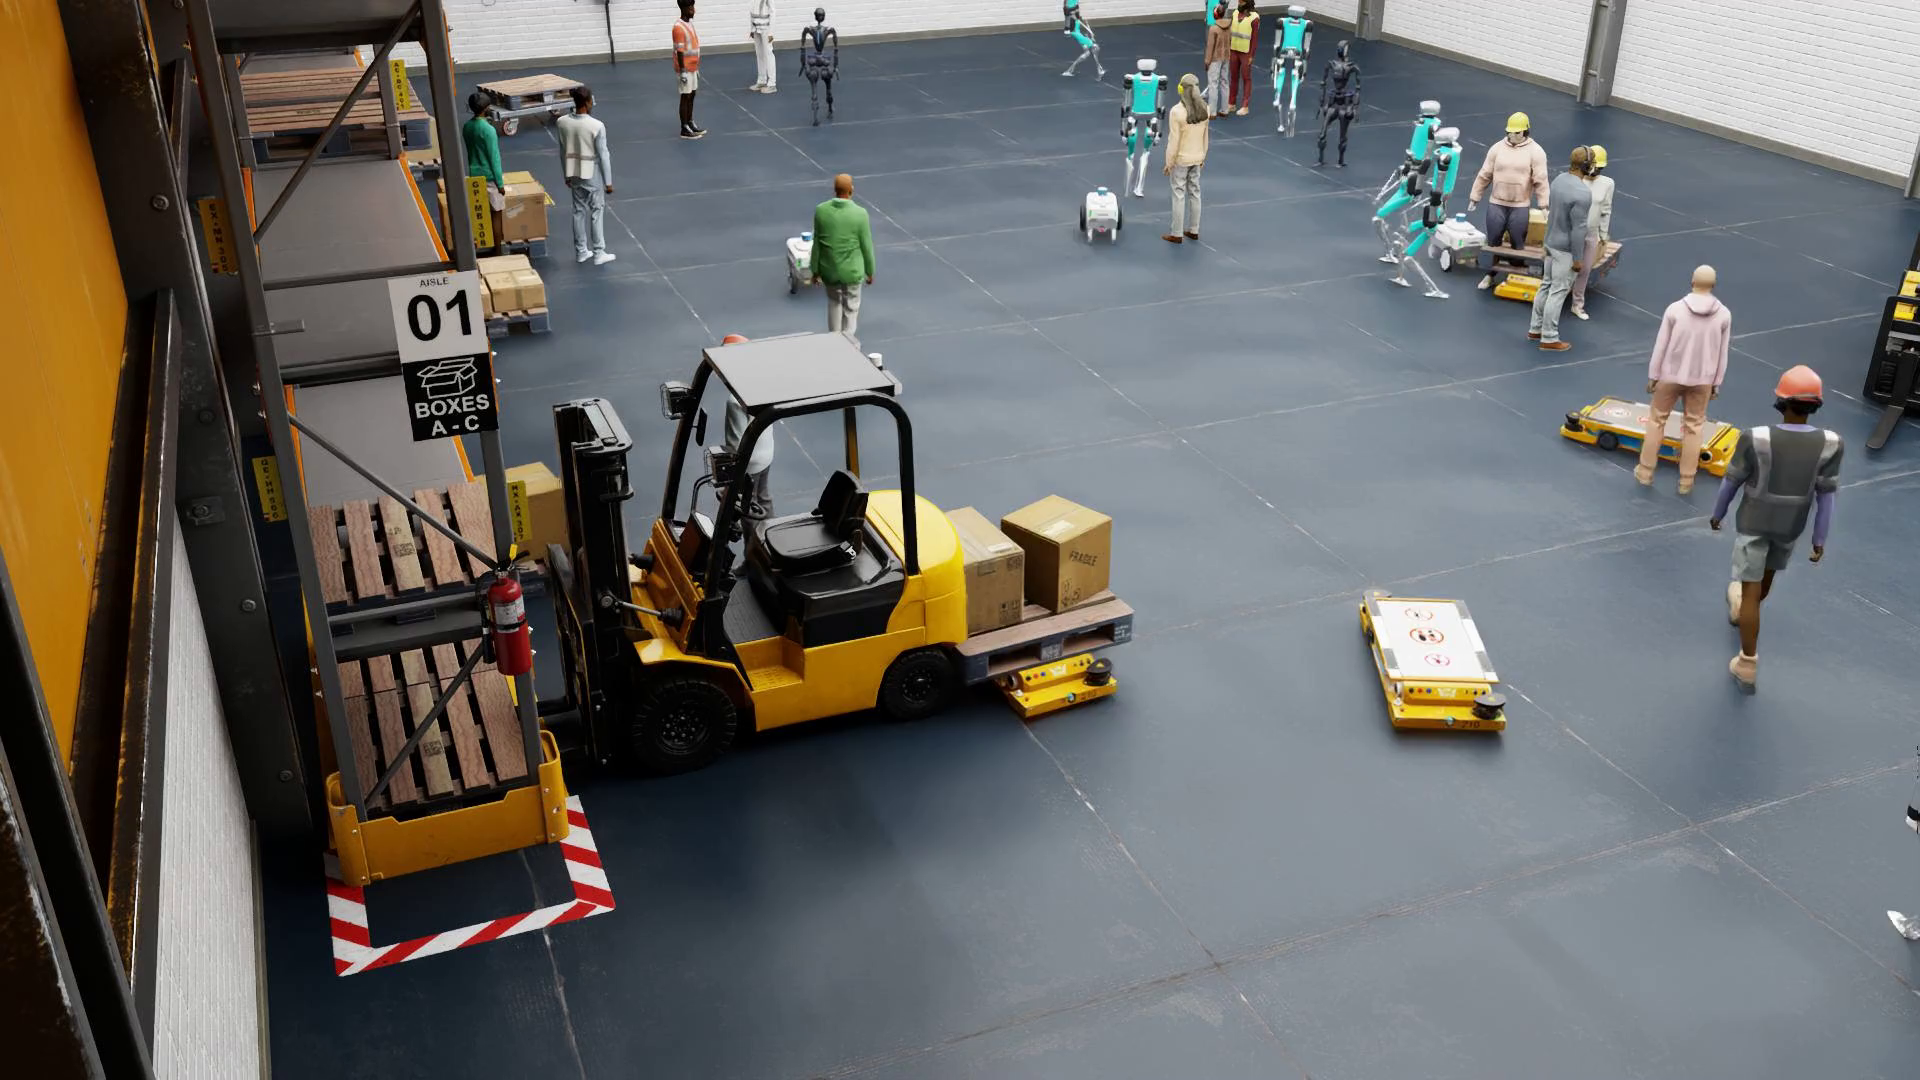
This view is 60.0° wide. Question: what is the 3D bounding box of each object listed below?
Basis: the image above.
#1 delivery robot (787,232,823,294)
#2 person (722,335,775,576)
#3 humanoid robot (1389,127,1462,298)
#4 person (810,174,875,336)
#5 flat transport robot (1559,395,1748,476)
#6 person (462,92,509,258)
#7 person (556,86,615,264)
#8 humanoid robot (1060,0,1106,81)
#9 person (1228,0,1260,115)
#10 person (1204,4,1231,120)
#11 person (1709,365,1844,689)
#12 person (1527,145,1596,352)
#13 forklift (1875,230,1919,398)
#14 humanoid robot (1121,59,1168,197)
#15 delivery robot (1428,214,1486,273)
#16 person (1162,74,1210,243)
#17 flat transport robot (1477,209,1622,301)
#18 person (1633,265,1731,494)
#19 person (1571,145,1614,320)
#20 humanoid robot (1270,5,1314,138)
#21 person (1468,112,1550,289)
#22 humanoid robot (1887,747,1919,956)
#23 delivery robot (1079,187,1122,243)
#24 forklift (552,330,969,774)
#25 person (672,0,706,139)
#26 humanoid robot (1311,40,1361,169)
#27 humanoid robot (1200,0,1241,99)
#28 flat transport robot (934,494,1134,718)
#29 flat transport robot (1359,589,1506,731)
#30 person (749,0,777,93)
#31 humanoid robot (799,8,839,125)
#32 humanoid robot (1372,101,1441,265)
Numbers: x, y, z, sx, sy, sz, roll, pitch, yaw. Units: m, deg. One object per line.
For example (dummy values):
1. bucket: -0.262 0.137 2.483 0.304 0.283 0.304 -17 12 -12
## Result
1. delivery robot: -1.596 -2.915 17.489 0.499 0.614 0.815 -7 28 -13
2. person: -1.480 -0.584 11.509 0.352 1.742 0.572 7 28 14
3. humanoid robot: 4.683 -3.359 17.064 0.885 1.791 0.572 14 30 25
4. person: -1.049 -2.490 15.269 0.583 1.763 0.572 6 27 12
5. flat transport robot: 5.771 -0.863 13.704 1.431 0.231 0.659 20 33 34
6. person: -5.128 -3.895 17.986 0.496 1.843 0.404 20 33 35
7. person: -4.036 -3.928 17.981 0.601 1.906 0.414 10 28 19
8. humanoid robot: 2.091 -8.350 26.978 0.952 1.771 0.544 11 29 21
9. person: 4.192 -7.231 24.695 0.466 1.774 0.376 24 35 39
10. person: 3.788 -7.009 24.398 0.462 1.647 0.311 -19 33 -33
11. person: 5.021 -0.159 10.390 0.614 1.983 1.067 2 27 5
12. person: 5.647 -2.723 15.562 0.365 1.933 0.631 -2 27 -4
13. forklift: 9.029 -2.397 14.618 1.214 2.155 2.313 18 32 32
14. humanoid robot: 2.221 -5.013 20.371 0.533 1.807 0.790 2 27 3
15. delivery robot: 5.434 -3.242 18.125 0.499 0.601 0.783 -5 27 -10
16. person: 2.552 -4.280 18.714 0.565 1.875 0.391 -16 31 -29
17. flat transport robot: 6.187 -2.790 17.537 0.659 0.231 1.431 17 31 30
18. person: 5.564 -1.229 12.781 0.554 1.762 0.512 5 27 10
19. person: 6.086 -2.997 16.295 0.521 1.757 0.359 -2 27 -4
20. humanoid robot: 4.616 -6.497 23.409 0.551 1.900 0.745 7 27 13
21. person: 5.676 -3.486 17.161 0.818 1.854 0.434 15 30 27
22. humanoid robot: 4.751 1.329 7.721 0.546 1.781 0.904 -4 27 -8
23. delivery robot: 1.630 -3.754 19.157 0.499 0.614 0.803 1 27 2
24. forklift: -1.094 0.010 9.831 2.313 2.155 1.214 -10 28 -20
25. person: -3.814 -6.631 23.305 0.373 1.958 0.596 5 27 10
26. humanoid robot: 4.929 -5.645 21.659 0.600 1.645 0.602 19 32 32
27. humanoid robot: 4.091 -7.657 25.594 0.801 1.794 0.536 -13 30 -24
28. flat transport robot: 0.348 0.656 10.682 0.659 0.231 1.431 -13 29 -24
29. flat transport robot: 2.962 0.741 10.514 0.659 0.231 1.431 2 27 3
30. person: -3.106 -7.983 26.068 0.344 1.882 0.584 -20 33 -35
31. humanoid robot: -2.061 -6.921 24.242 0.595 1.624 0.788 1 27 2
32. humanoid robot: 4.739 -3.868 18.010 0.727 1.741 0.571 -2 27 -4
